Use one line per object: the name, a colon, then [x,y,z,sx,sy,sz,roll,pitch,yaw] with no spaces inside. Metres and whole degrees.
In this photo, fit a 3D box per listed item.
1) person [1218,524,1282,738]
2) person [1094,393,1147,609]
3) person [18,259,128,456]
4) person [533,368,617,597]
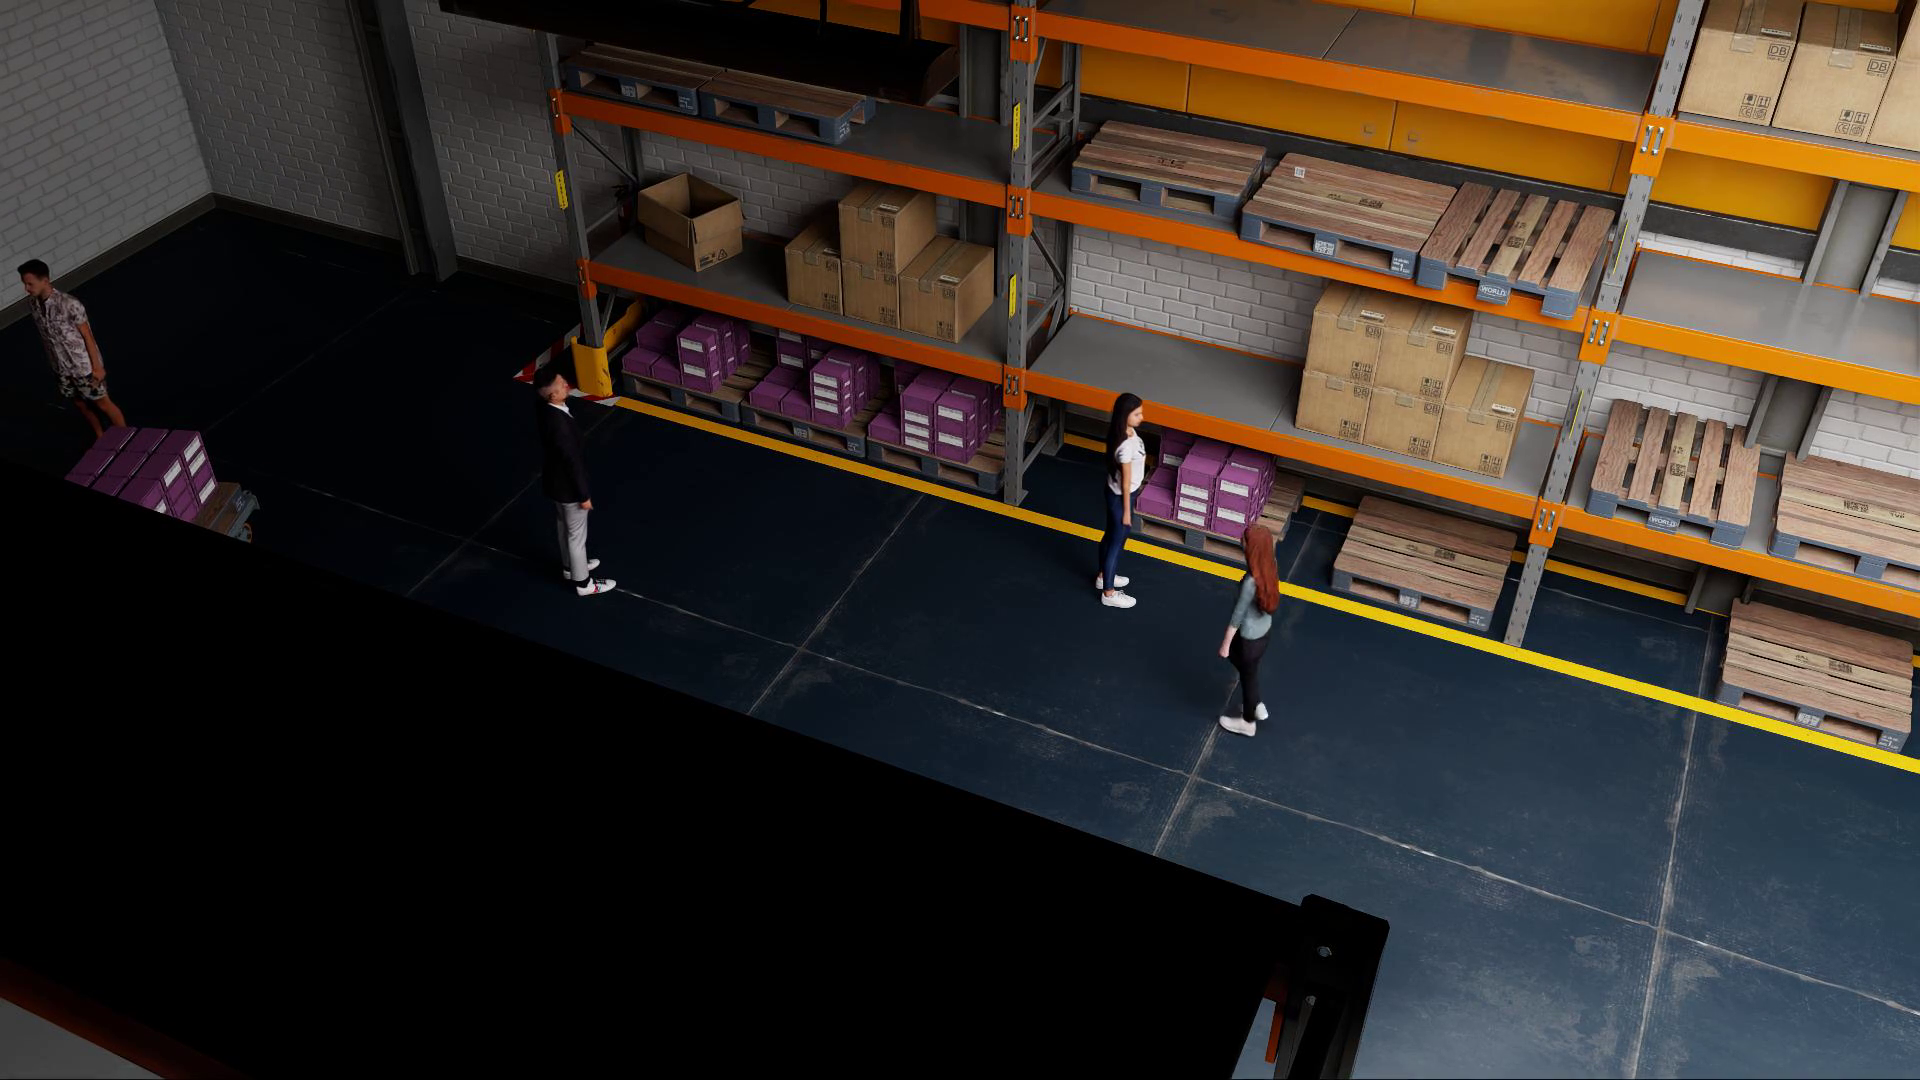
person: [1.987,0.655,10.916,0.602,1.733,0.599,19,42,22]
person: [1.156,-0.296,12.073,0.656,1.775,0.661,-1,39,-1]
person: [-7.186,-1.484,13.533,0.550,1.809,0.763,11,40,13]
person: [-2.883,-0.455,12.133,0.855,1.948,0.754,-19,42,-22]
